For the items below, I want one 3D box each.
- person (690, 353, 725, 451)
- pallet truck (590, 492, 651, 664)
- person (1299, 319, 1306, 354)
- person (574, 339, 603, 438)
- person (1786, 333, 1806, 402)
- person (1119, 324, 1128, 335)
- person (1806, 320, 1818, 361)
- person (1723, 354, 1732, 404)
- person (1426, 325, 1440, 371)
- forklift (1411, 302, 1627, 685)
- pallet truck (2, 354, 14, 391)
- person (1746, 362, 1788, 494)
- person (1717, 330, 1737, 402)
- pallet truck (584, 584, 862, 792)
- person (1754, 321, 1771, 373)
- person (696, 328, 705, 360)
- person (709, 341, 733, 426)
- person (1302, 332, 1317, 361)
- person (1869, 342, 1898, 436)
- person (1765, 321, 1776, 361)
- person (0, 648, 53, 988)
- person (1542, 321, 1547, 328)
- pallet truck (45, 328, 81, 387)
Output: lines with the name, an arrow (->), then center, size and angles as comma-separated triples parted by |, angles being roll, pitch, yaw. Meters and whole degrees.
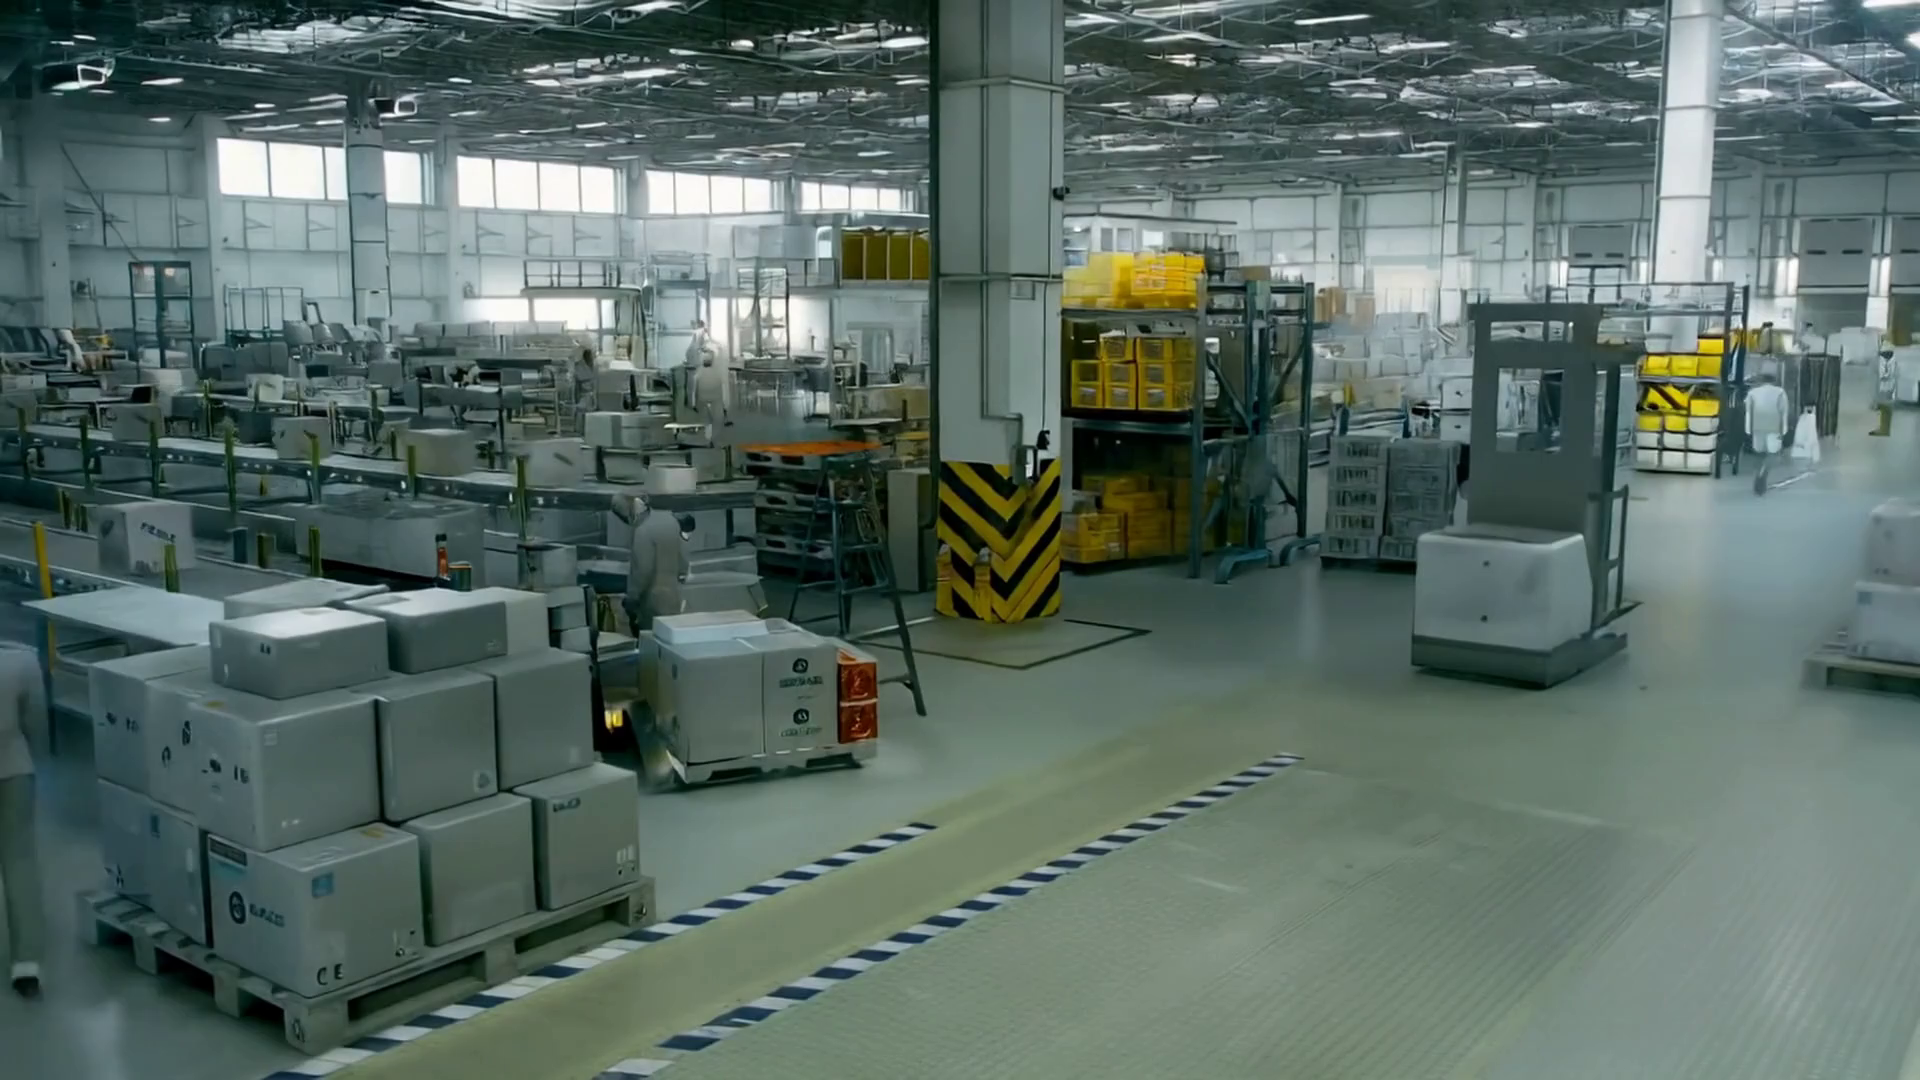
person -> -4.692, -2.551, 30.704 | 0.624, 1.803, 0.762 | -4, 9, -24
pallet truck -> -3.115, 0.344, 12.883 | 0.653, 1.274, 1.630 | 7, 11, 37
person -> 15.974, -9.539, 77.364 | 0.362, 1.935, 0.553 | -7, 11, -38
person -> -7.081, -2.838, 31.879 | 0.403, 2.033, 0.607 | 6, 10, 35
person -> 21.647, -4.428, 43.123 | 0.328, 1.876, 0.513 | -3, 9, -19
person -> 5.213, -5.939, 53.184 | 0.390, 1.914, 0.587 | -5, 10, -29
person -> 36.132, -8.462, 70.673 | 0.901, 1.798, 0.615 | 5, 10, 32
person -> 16.644, -3.253, 36.079 | 0.506, 1.619, 0.475 | -3, 9, -19
person -> 17.594, -7.131, 61.845 | 0.515, 1.731, 0.326 | -1, 8, -4
forklift -> 4.379, -0.438, 12.852 | 1.129, 2.768, 1.873 | 7, 11, 37
pallet truck -> -24.881, -4.417, 42.634 | 1.885, 1.965, 0.823 | 8, 11, 41
person -> 11.531, -1.588, 23.826 | 0.564, 1.918, 0.612 | 8, 12, 43
person -> 19.928, -4.475, 43.161 | 0.529, 1.955, 0.626 | 1, 9, 10
pallet truck -> -1.426, 0.805, 10.019 | 1.601, 1.201, 0.680 | -4, 9, -26
person -> 28.875, -6.895, 59.569 | 0.612, 1.923, 0.637 | 3, 9, 18
person -> -10.255, -7.779, 65.969 | 0.511, 1.812, 0.924 | -8, 11, -42
person -> -5.288, -3.412, 36.338 | 0.665, 1.851, 0.994 | -4, 9, -27
person -> 10.311, -5.247, 49.044 | 0.340, 1.757, 0.518 | -8, 11, -41
person -> 18.731, -3.036, 33.676 | 0.371, 1.913, 0.625 | 1, 9, 9
person -> 30.337, -7.276, 62.406 | 0.541, 1.848, 0.441 | -1, 9, -8
person -> -4.108, 1.006, 7.011 | 0.534, 1.726, 0.916 | -7, 11, -38
person -> 24.324, -8.254, 69.079 | 0.431, 1.835, 0.624 | -2, 9, -14
pallet truck -> -23.775, -4.544, 43.495 | 1.885, 1.965, 0.823 | 6, 10, 35
